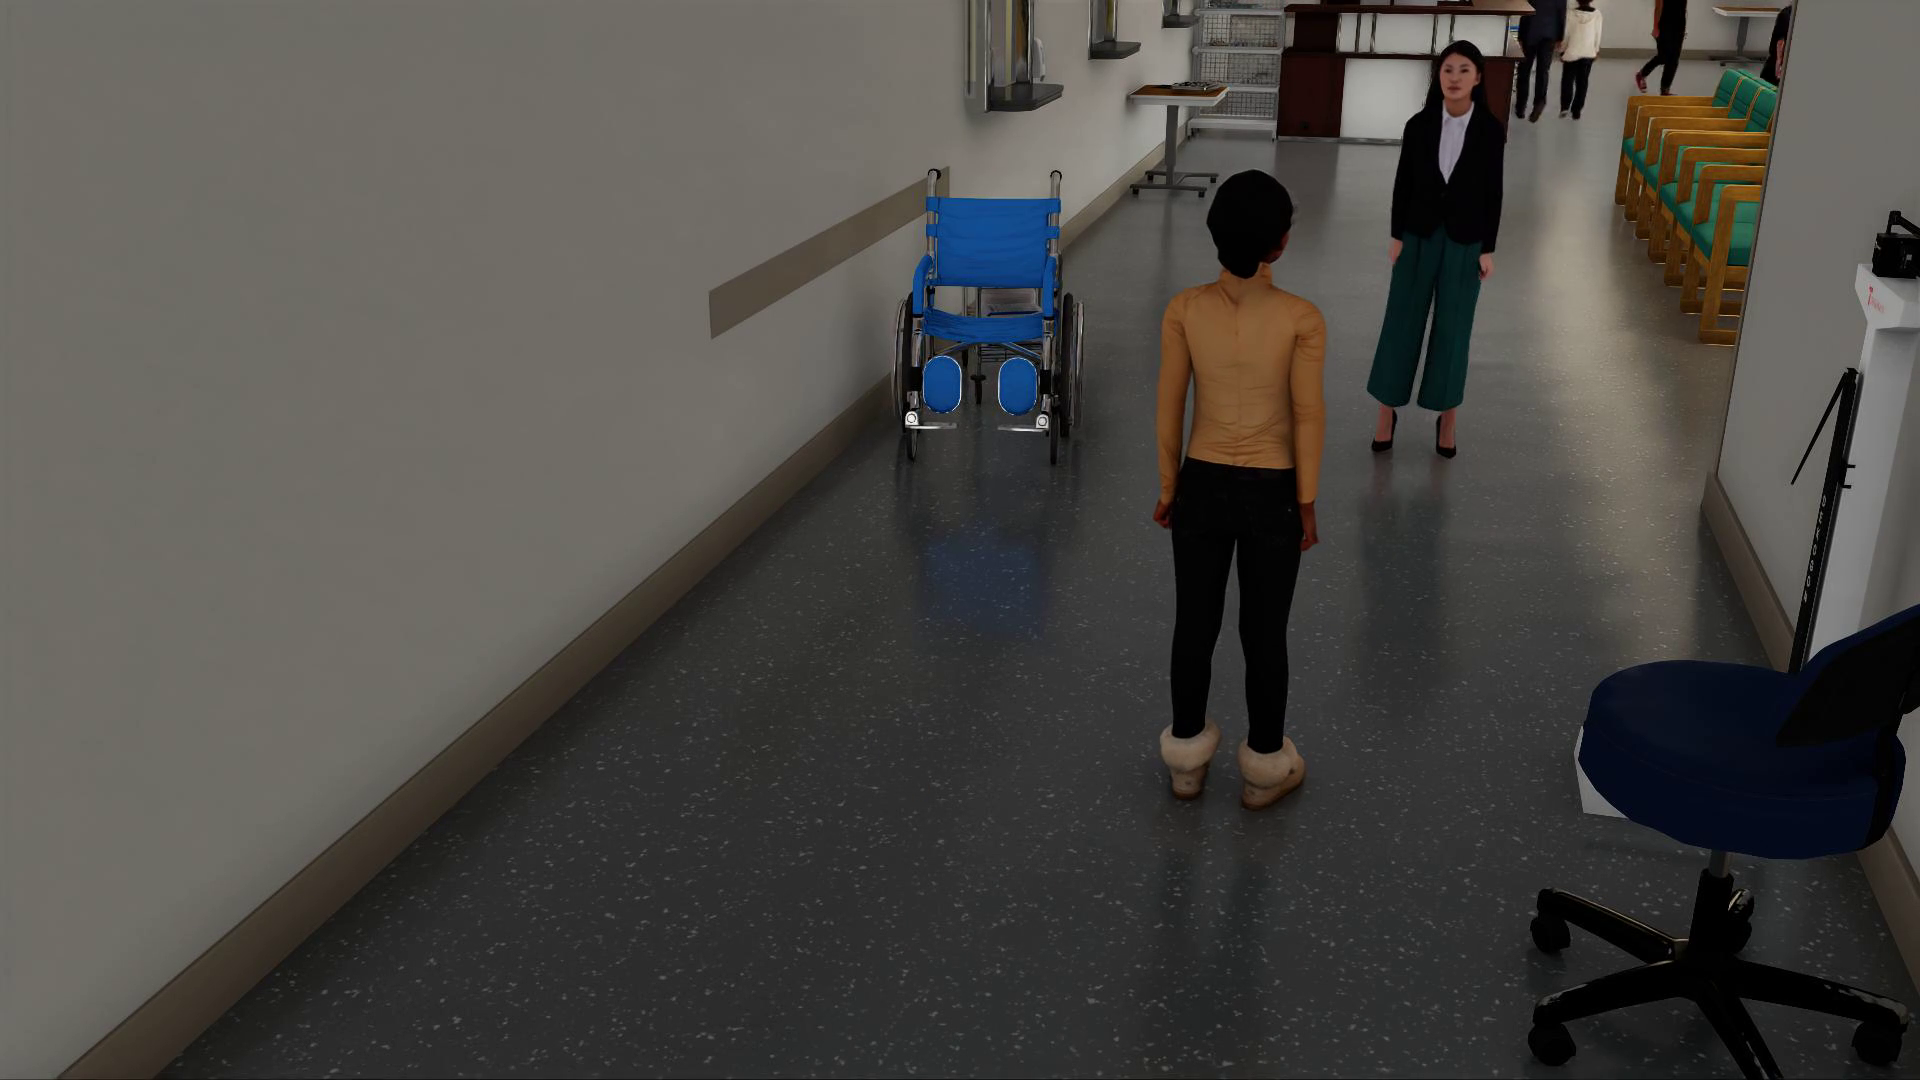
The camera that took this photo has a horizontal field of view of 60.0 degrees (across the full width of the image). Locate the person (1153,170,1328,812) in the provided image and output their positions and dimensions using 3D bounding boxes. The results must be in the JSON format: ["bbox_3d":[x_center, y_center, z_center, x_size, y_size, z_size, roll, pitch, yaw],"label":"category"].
[{"bbox_3d":[0.706,-0.108,4.238,0.533,1.659,0.686,9,22,22],"label":"person"}]

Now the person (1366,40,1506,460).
[{"bbox_3d":[2.027,-1.207,7.028,0.466,1.738,0.699,7,22,17],"label":"person"}]

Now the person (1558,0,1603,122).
[{"bbox_3d":[6.907,-5.407,18.537,0.444,1.441,0.647,7,22,17],"label":"person"}]

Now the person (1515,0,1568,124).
[{"bbox_3d":[6.321,-5.435,18.080,1.200,1.816,0.771,4,21,9],"label":"person"}]

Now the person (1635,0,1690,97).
[{"bbox_3d":[8.770,-6.373,20.660,0.938,1.744,0.975,-9,23,-23],"label":"person"}]
